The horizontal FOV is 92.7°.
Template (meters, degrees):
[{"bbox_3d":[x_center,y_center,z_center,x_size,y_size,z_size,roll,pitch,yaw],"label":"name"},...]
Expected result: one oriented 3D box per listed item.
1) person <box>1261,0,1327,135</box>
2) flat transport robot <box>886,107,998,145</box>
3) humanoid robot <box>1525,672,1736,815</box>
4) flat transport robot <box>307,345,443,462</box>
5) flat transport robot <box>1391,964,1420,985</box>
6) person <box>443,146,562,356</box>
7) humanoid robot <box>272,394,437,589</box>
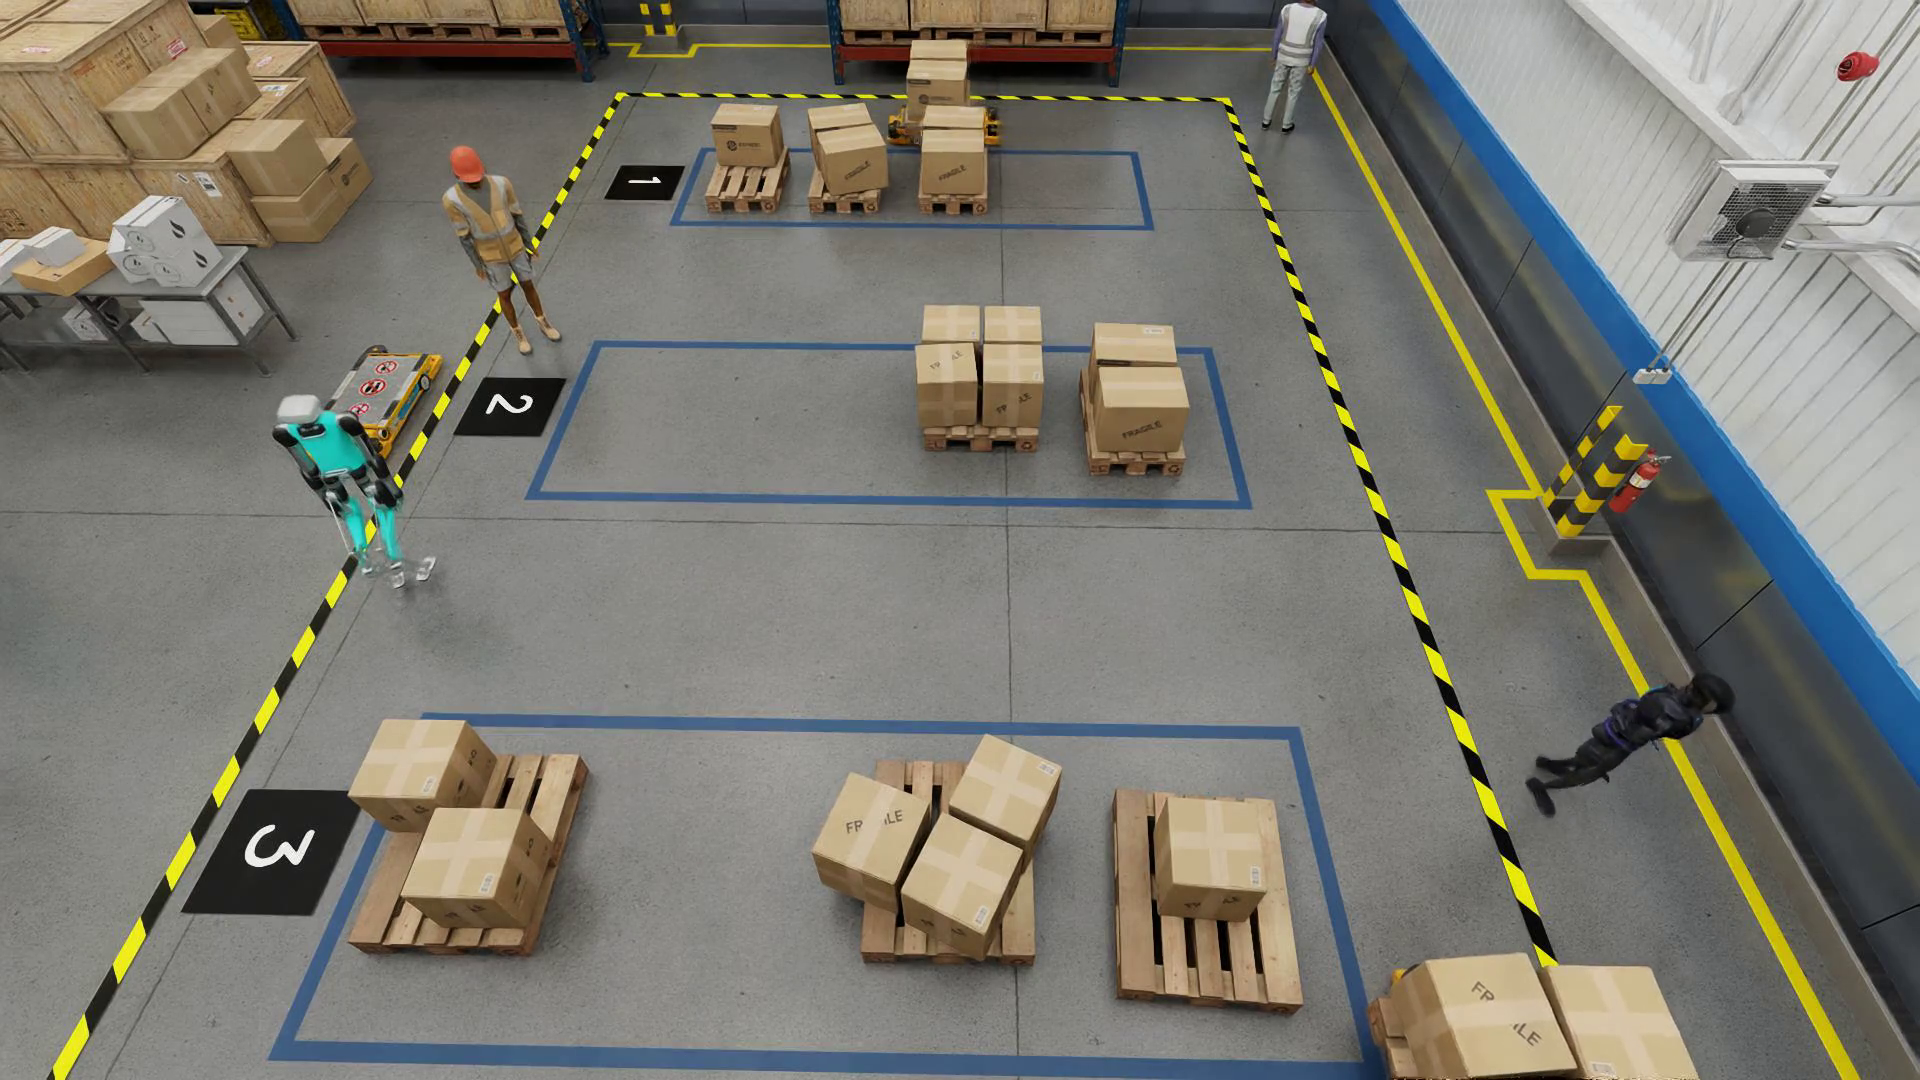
[{"bbox_3d":[4.175,-6.023,11.438,0.599,1.830,0.404,25,54,19],"label":"person"},{"bbox_3d":[-0.223,-5.402,11.920,1.431,0.197,0.652,1,50,1],"label":"flat transport robot"},{"bbox_3d":[3.925,1.171,5.455,0.606,1.636,0.441,-32,57,-24],"label":"humanoid robot"},{"bbox_3d":[-5.383,-1.269,8.441,0.659,0.231,1.431,1,50,1],"label":"flat transport robot"},{"bbox_3d":[2.817,3.011,4.801,0.652,0.197,1.431,1,50,1],"label":"flat transport robot"},{"bbox_3d":[-4.209,-2.654,8.460,0.607,2.031,0.405,-33,57,-25],"label":"person"},{"bbox_3d":[-4.282,-0.204,6.489,0.533,1.677,0.735,-11,51,-9],"label":"humanoid robot"}]
